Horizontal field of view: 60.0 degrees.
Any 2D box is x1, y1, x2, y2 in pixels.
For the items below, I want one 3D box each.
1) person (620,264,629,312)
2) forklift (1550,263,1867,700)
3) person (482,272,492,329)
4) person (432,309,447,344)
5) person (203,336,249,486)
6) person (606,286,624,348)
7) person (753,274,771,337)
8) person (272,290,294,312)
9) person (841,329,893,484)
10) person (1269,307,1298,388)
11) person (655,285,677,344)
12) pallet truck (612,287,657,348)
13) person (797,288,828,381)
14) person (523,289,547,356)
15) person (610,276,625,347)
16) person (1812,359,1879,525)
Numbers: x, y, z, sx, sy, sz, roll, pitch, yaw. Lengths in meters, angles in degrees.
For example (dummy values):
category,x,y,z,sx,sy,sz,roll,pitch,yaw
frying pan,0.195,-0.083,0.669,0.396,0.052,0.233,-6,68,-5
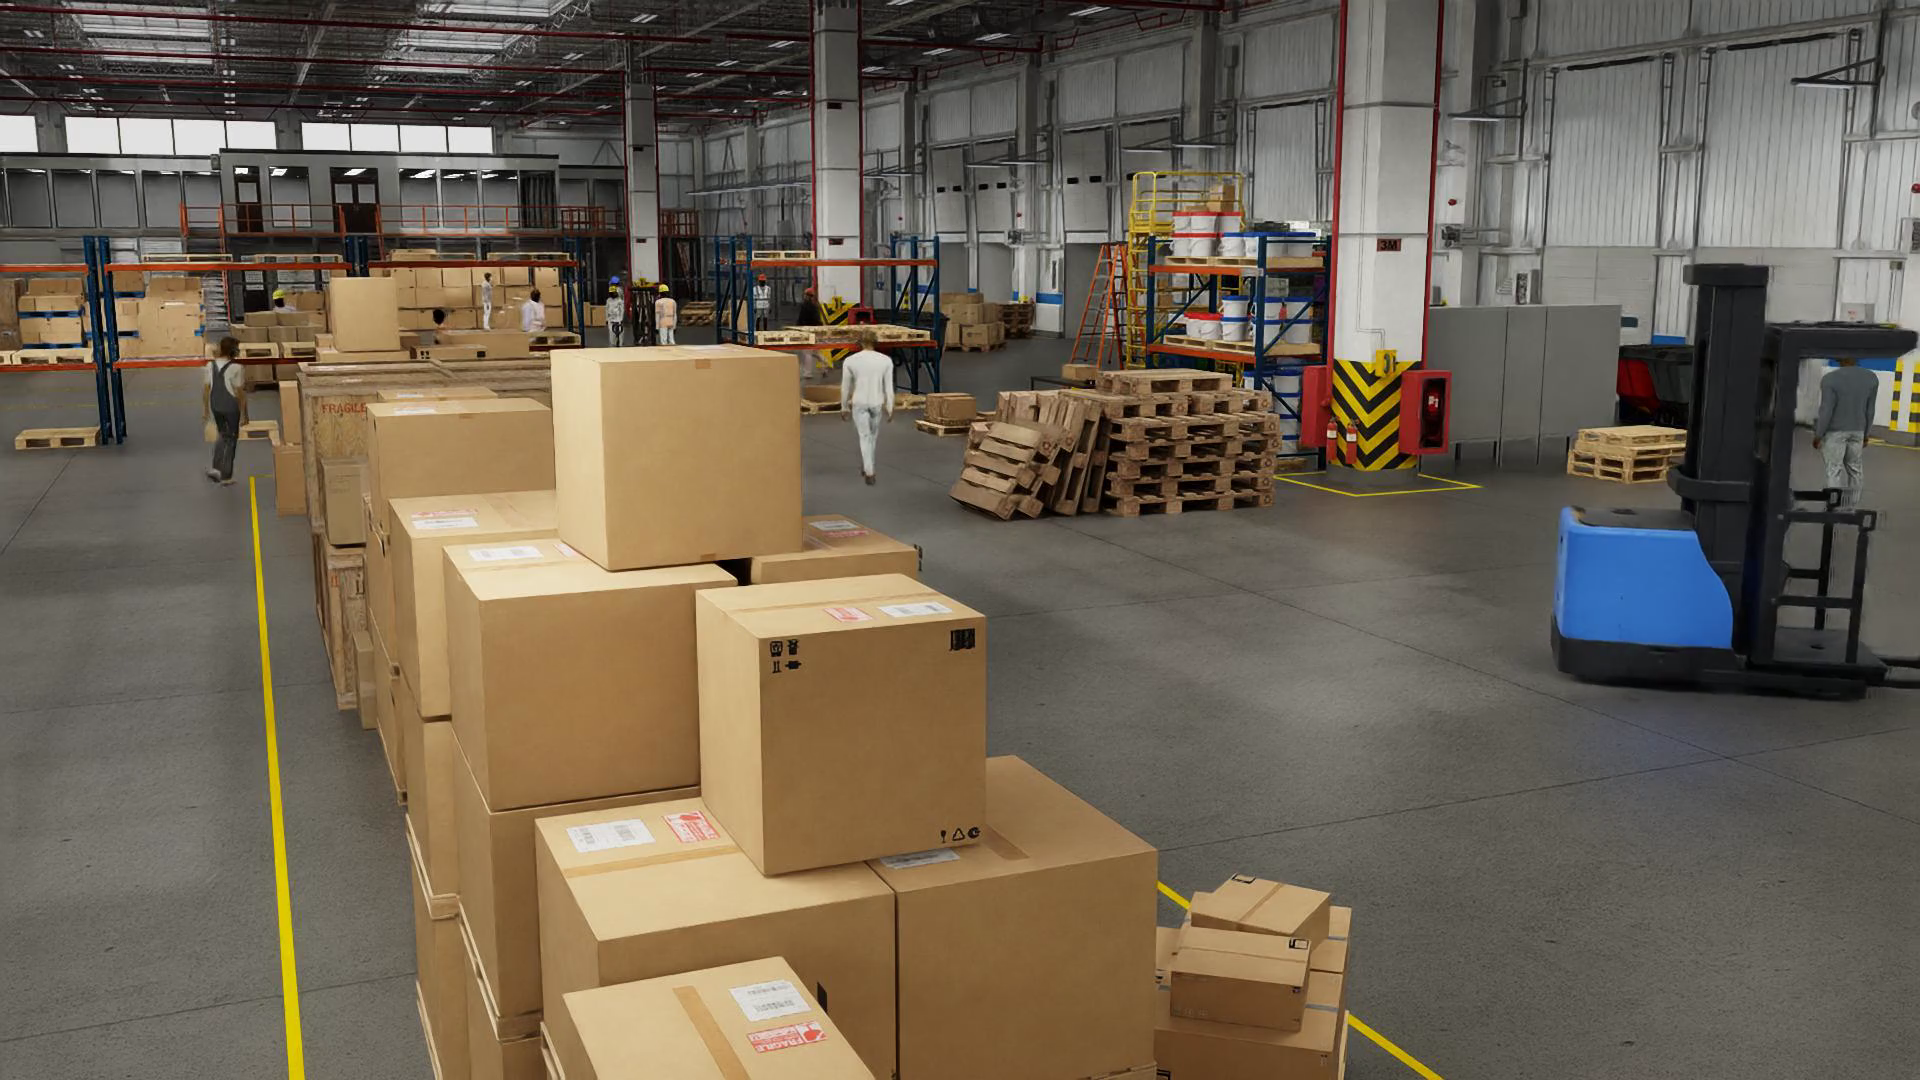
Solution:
category,x,y,z,sx,sy,sz,roll,pitch,yaw
person,-13.667,-10.355,68.317,0.625,1.940,0.995,5,11,25
forklift,5.089,-0.465,11.248,1.873,2.768,1.129,3,11,16
person,-15.008,-7.532,52.839,0.374,1.932,0.623,-3,11,-14
person,-9.886,-3.601,31.875,0.806,1.669,0.530,-2,11,-13
person,-8.869,-1.556,20.181,0.544,1.823,0.397,1,10,8
person,-9.135,-5.828,43.939,0.494,1.743,0.307,3,11,15
person,-5.893,-6.957,49.627,0.542,1.939,0.364,-5,11,-25
person,-14.507,-4.371,35.505,0.596,1.884,0.948,4,11,20
person,-1.132,-1.650,20.497,0.639,1.901,0.976,-3,11,-15
person,5.061,-2.707,26.281,0.652,1.917,0.549,7,12,34
person,-6.941,-5.057,39.230,0.410,1.918,0.581,9,14,42
pallet truck,-6.464,-4.406,35.401,0.823,1.965,1.885,6,12,32
person,-3.124,-4.325,35.072,0.523,1.970,0.797,4,11,22
person,-9.970,-4.975,39.025,0.529,1.830,0.631,5,11,26
person,-9.526,-6.348,46.251,0.397,1.942,0.615,-3,11,-17
person,9.265,-1.116,17.448,0.627,1.934,0.370,-1,10,-7
